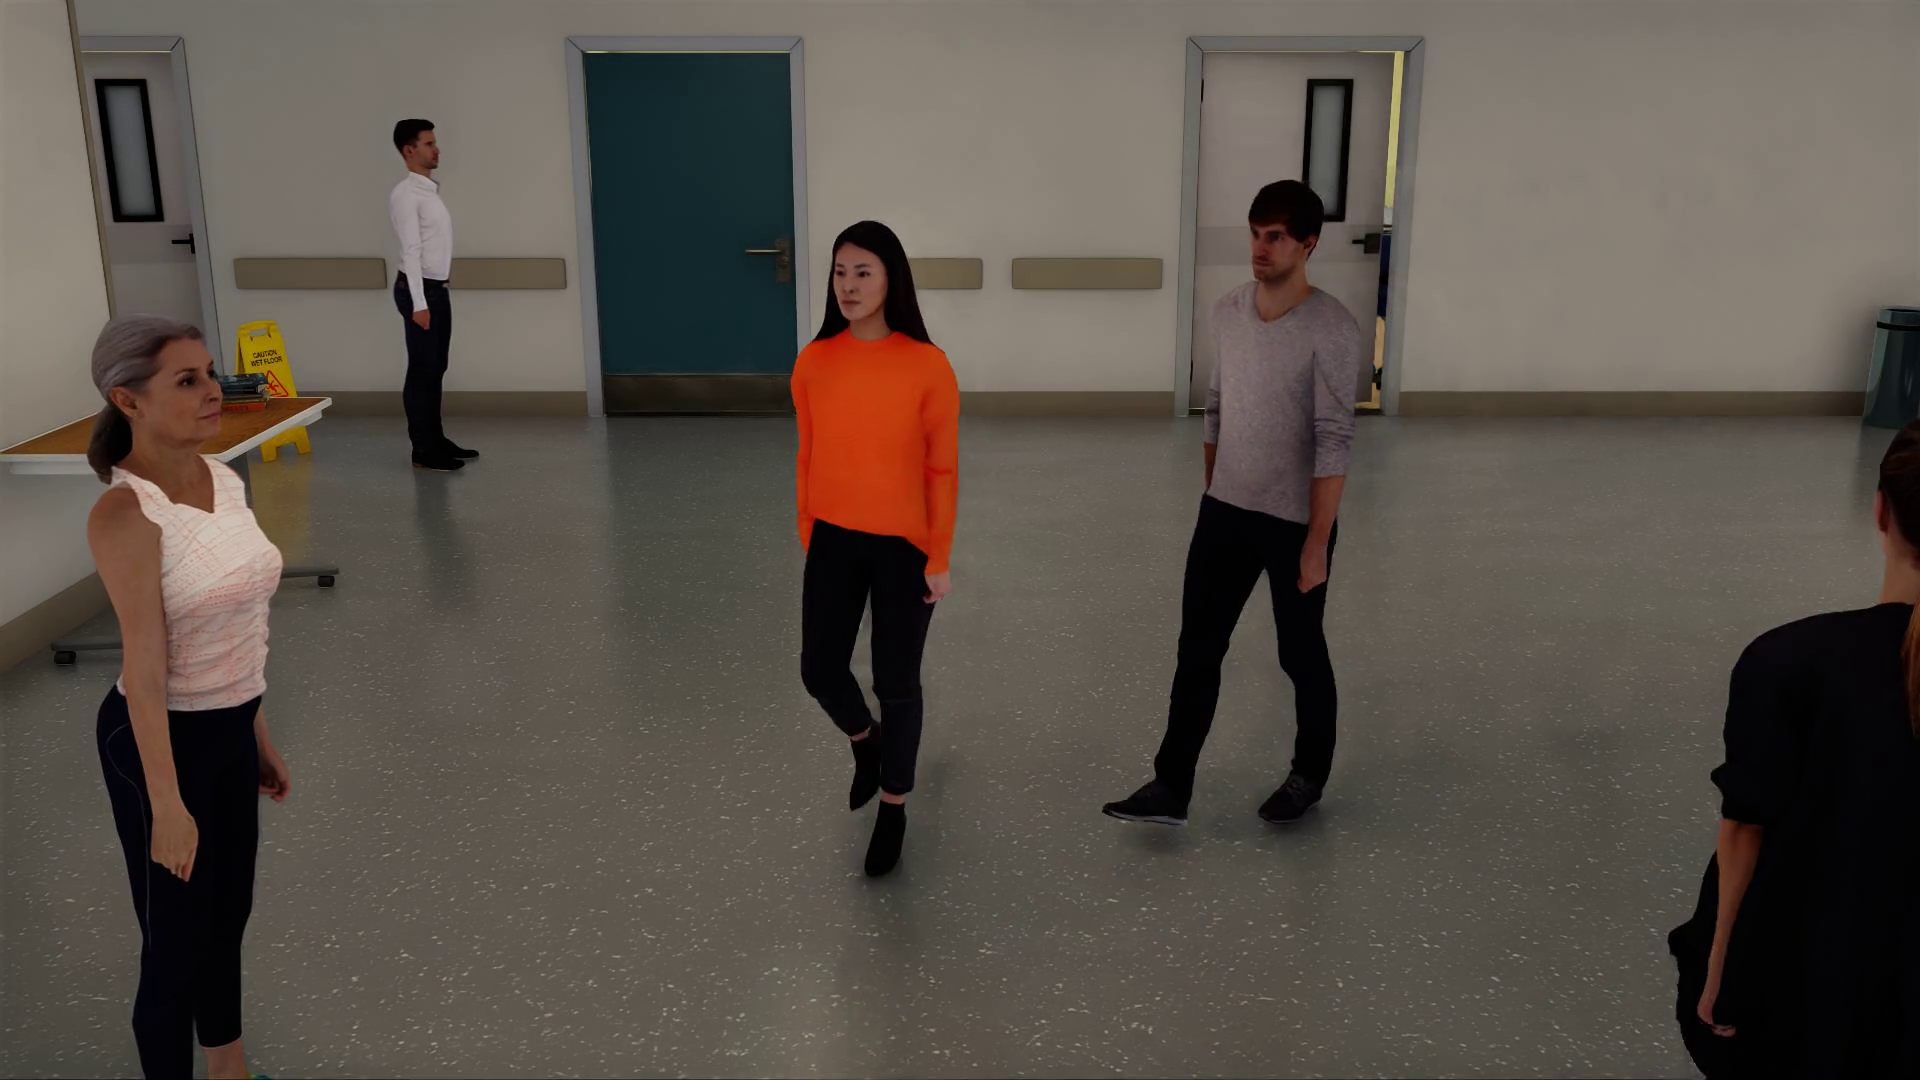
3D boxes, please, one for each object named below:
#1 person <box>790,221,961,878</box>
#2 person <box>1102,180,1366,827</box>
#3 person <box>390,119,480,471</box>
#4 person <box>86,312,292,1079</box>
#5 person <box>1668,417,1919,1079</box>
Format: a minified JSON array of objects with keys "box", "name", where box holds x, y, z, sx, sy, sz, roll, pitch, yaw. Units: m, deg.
[{"box":[-0.190,0.020,4.478,0.736,1.737,0.782,5,16,17],"name":"person"},{"box":[0.928,-0.068,4.646,1.088,1.816,1.004,-13,20,-38],"name":"person"},{"box":[-2.928,-1.344,9.075,0.574,1.867,0.608,1,16,2],"name":"person"},{"box":[-1.453,0.416,3.138,0.527,1.701,0.588,1,16,2],"name":"person"},{"box":[1.246,0.676,2.282,0.731,1.666,0.797,5,16,17],"name":"person"}]
